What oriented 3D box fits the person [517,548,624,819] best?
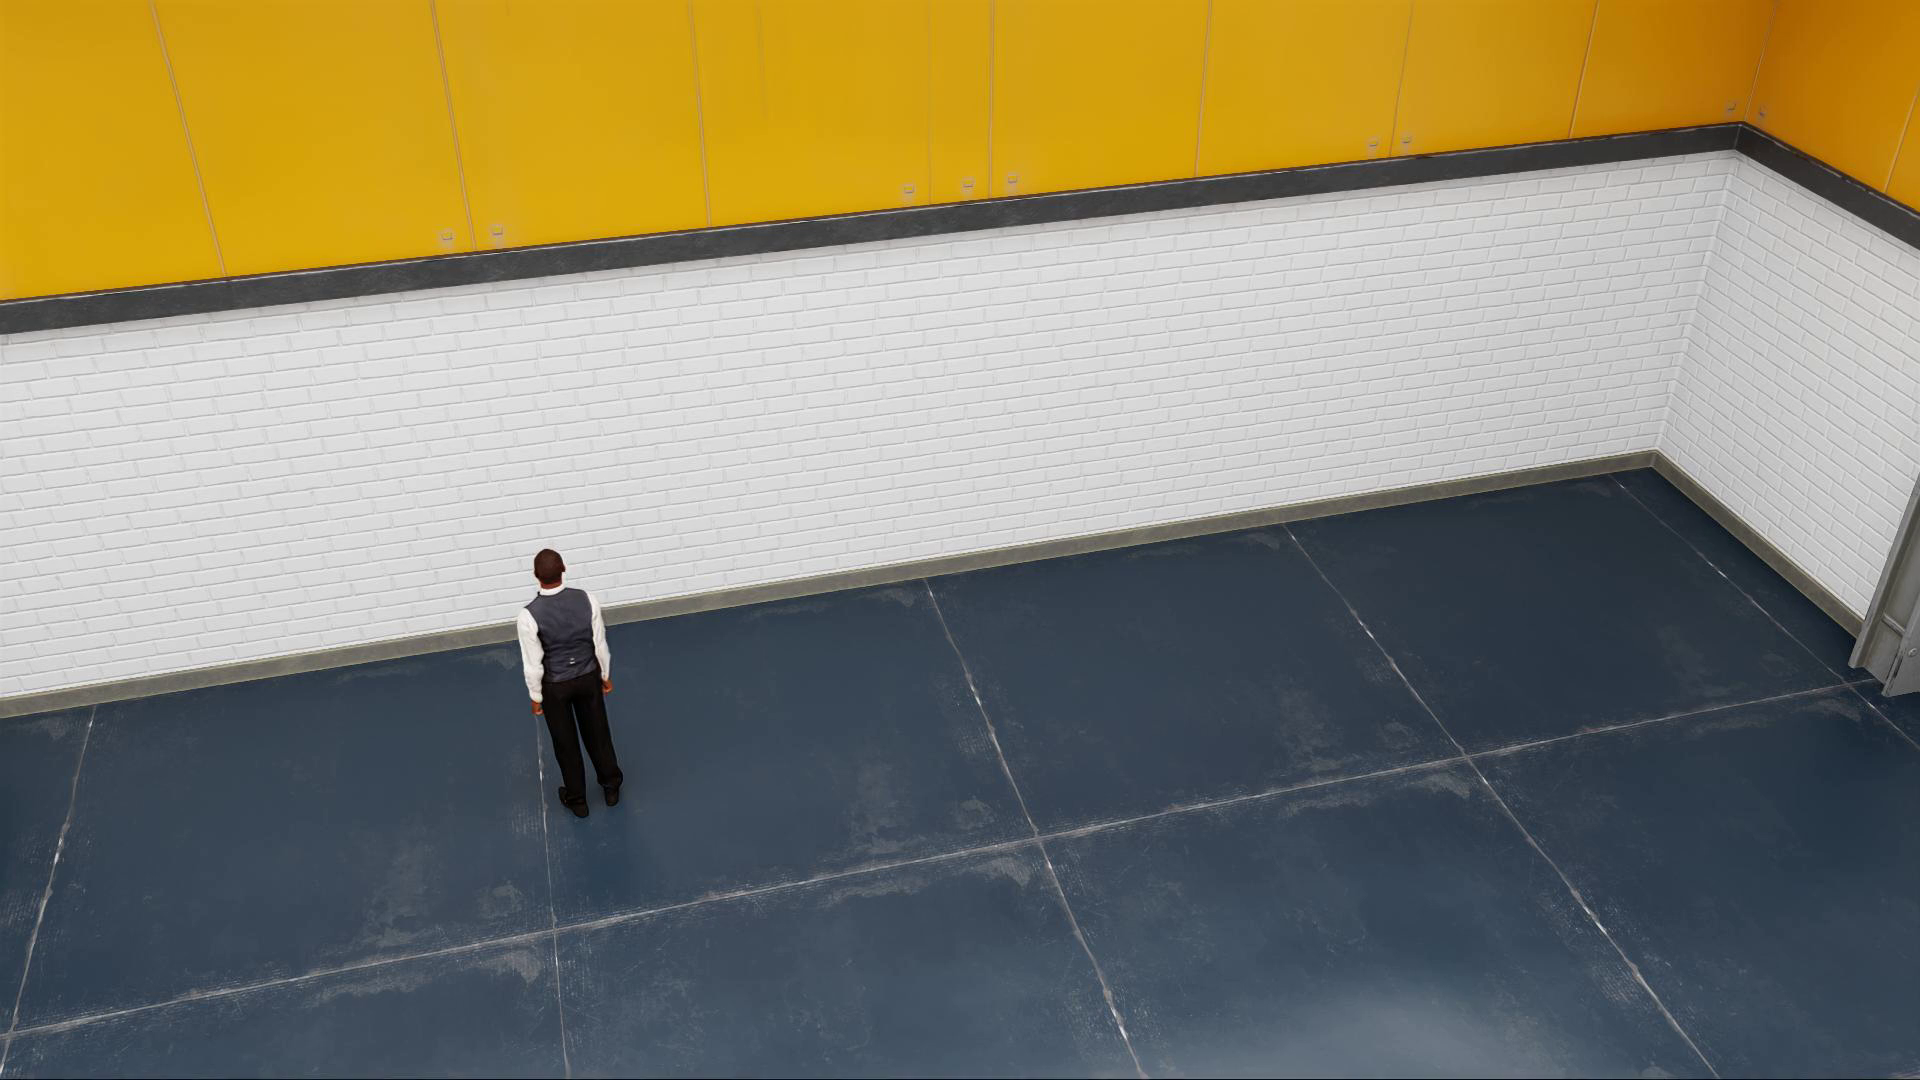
[{"bbox_3d":[-2.408,0.884,10.252,0.755,1.917,0.682,-18,38,-25],"label":"person"}]
